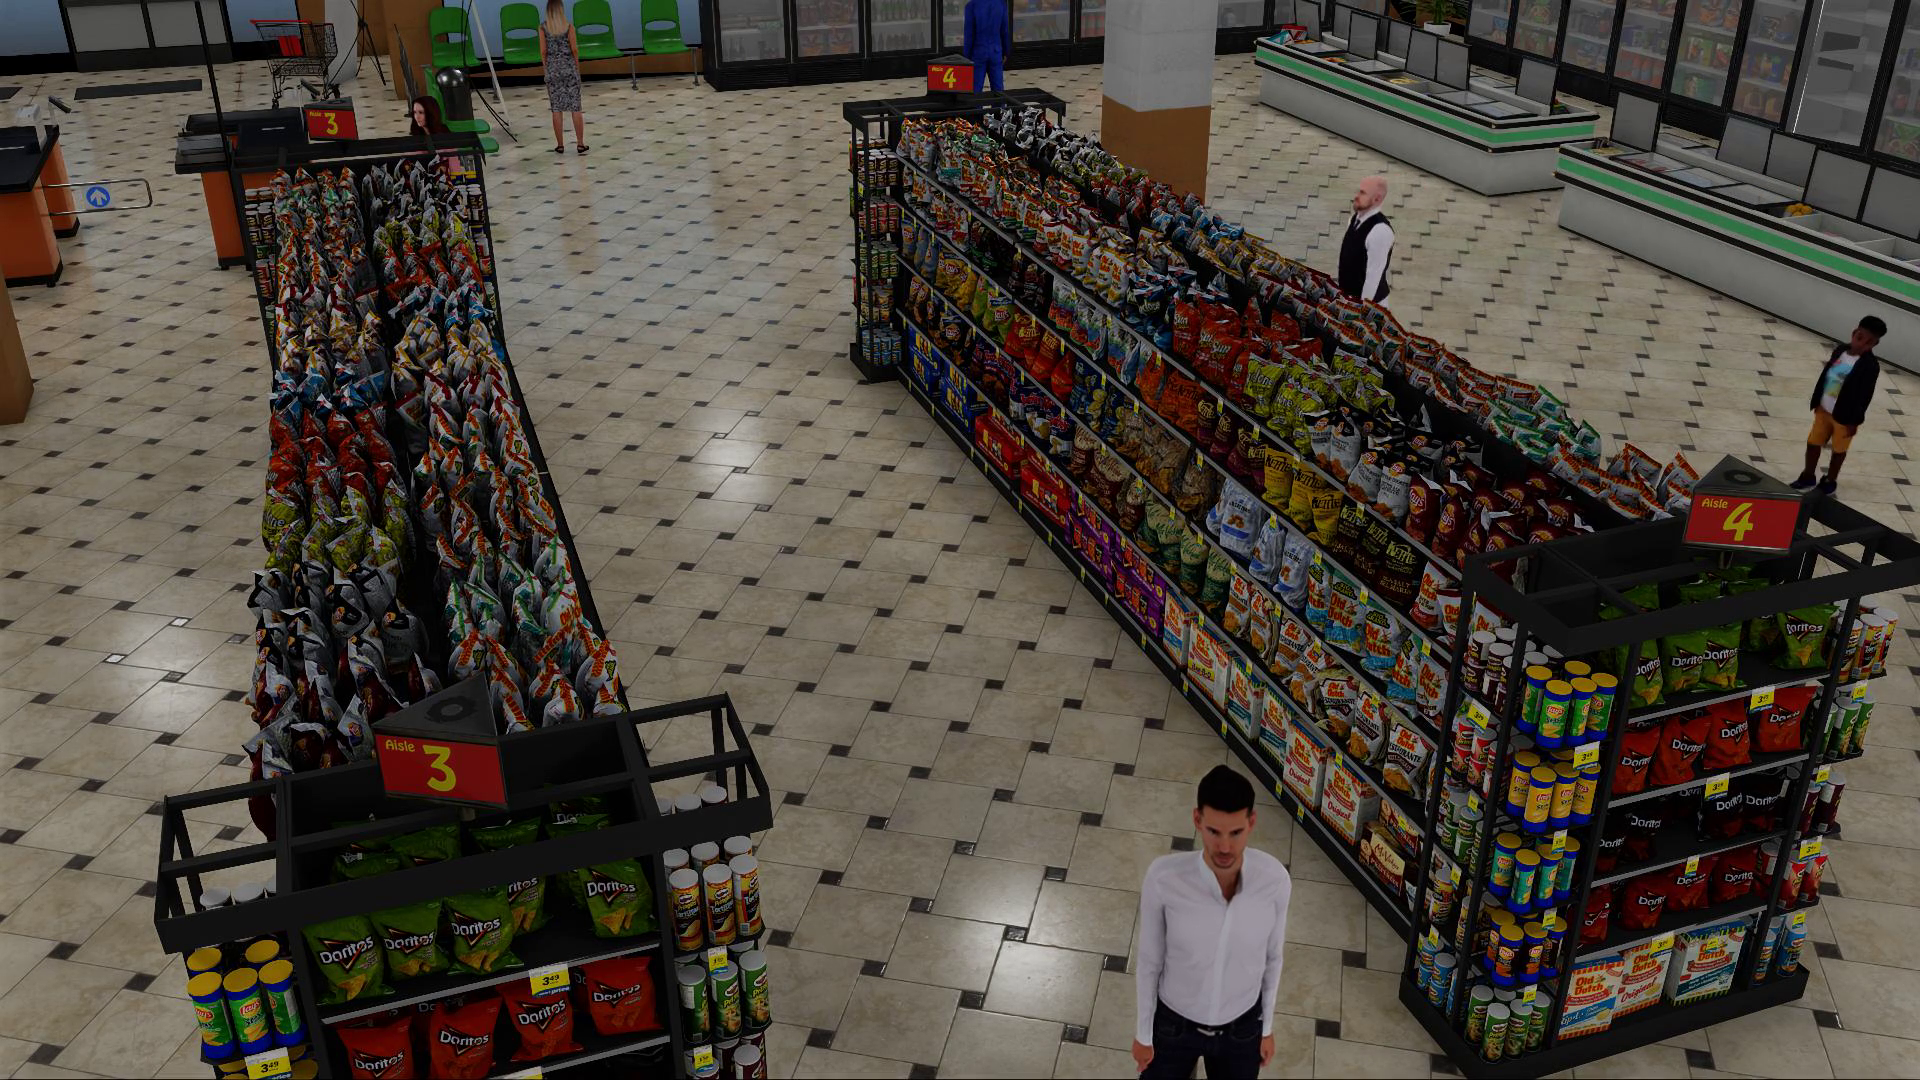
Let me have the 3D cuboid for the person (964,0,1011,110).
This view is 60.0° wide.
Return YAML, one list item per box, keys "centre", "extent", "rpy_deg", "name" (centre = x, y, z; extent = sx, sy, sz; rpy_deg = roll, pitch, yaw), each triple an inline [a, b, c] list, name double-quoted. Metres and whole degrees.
- centre: [0.311, -5.682, 19.436]
  extent: [0.727, 1.829, 0.555]
  rpy_deg: [-7, 28, -14]
  name: "person"

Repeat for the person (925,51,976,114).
- centre: [-0.078, -3.386, 14.832]
  extent: [0.752, 1.897, 0.805]
  rpy_deg: [11, 29, 21]
  name: "person"

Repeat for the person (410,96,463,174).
- centre: [-4.268, -2.744, 13.672]
  extent: [0.691, 1.802, 0.716]
  rpy_deg: [8, 28, 15]
  name: "person"

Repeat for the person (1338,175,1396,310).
- centre: [2.808, -1.597, 11.398]
  extent: [0.773, 1.814, 0.678]
  rpy_deg: [-6, 28, -12]
  name: "person"

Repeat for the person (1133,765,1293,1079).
- centre: [0.773, 1.494, 5.241]
  extent: [0.688, 1.868, 0.683]
  rpy_deg: [-1, 27, -1]
  name: "person"

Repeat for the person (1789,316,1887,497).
- centre: [5.597, -0.847, 10.542]
  extent: [0.622, 1.248, 0.517]
  rpy_deg: [-6, 28, -13]
  name: "person"

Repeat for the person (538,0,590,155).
- centre: [-4.462, -5.202, 18.628]
  extent: [0.621, 1.704, 0.595]
  rpy_deg: [-1, 27, -2]
  name: "person"
